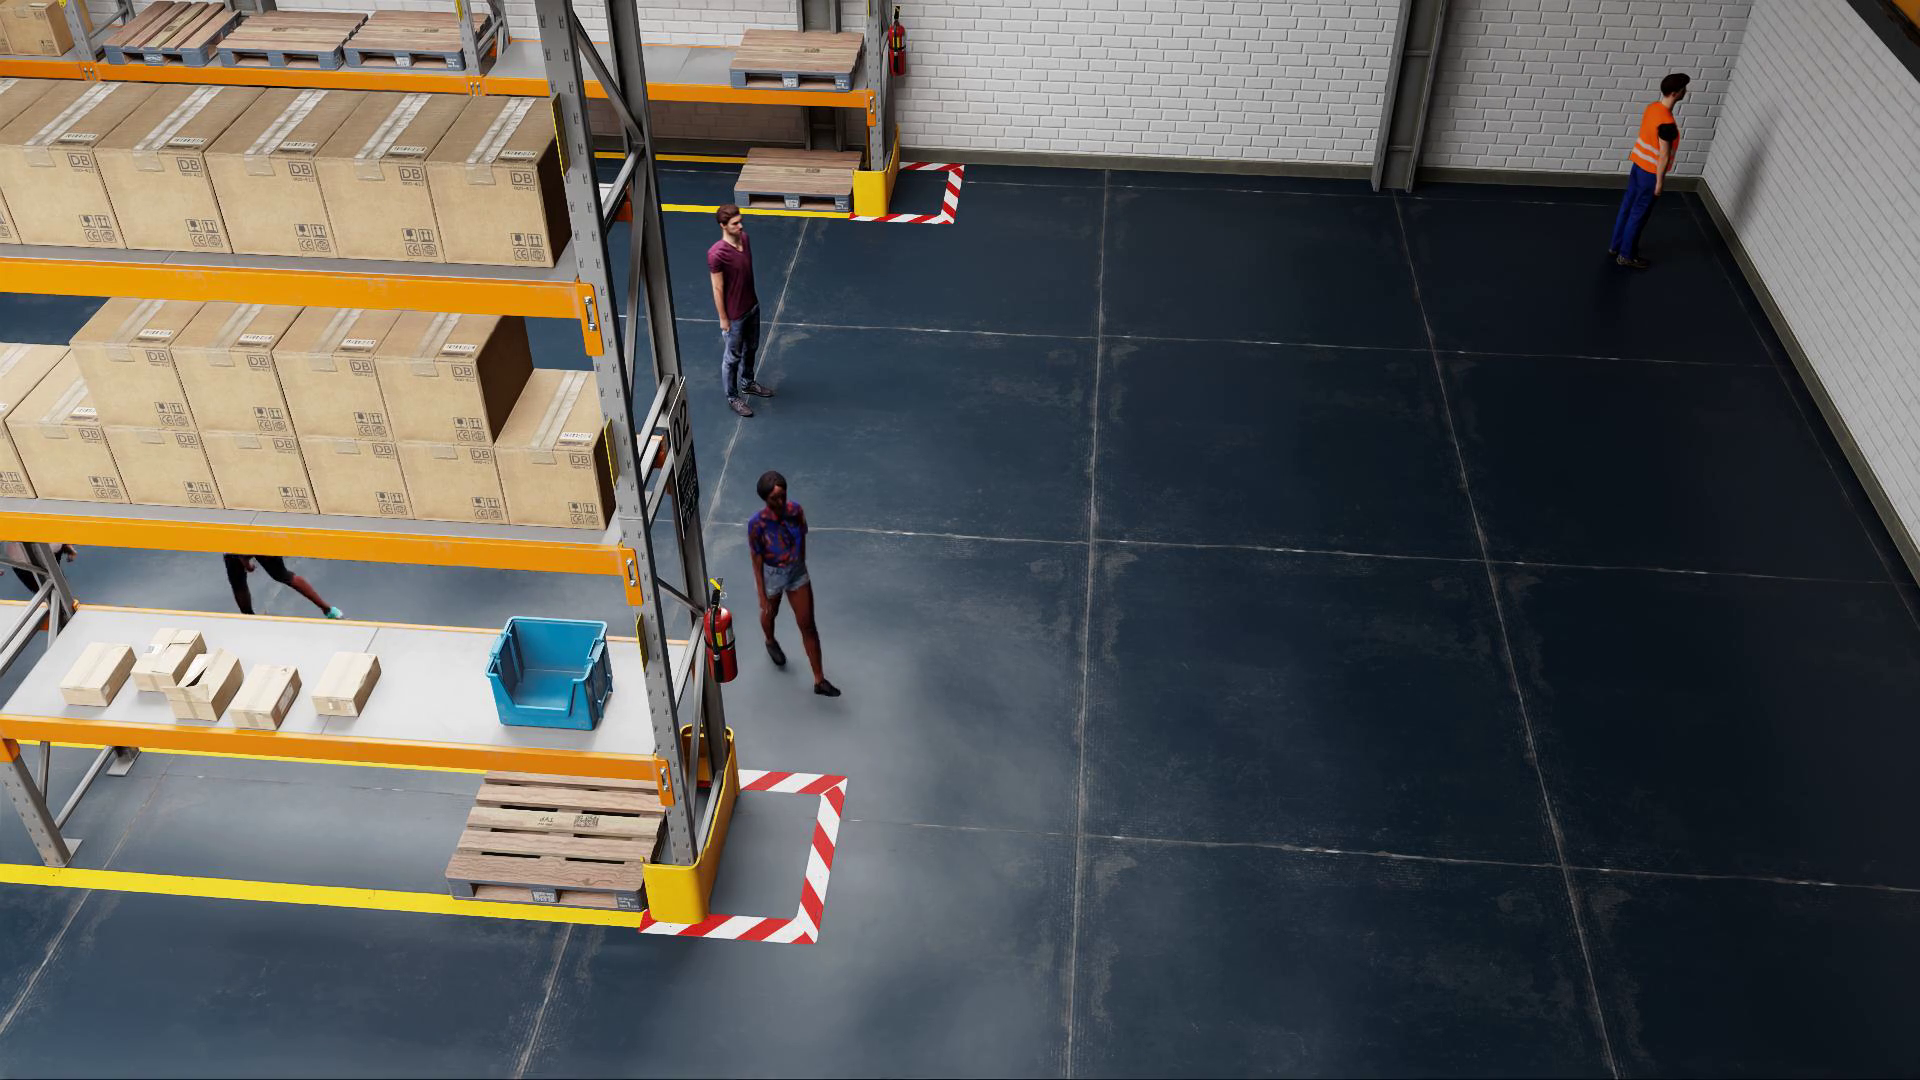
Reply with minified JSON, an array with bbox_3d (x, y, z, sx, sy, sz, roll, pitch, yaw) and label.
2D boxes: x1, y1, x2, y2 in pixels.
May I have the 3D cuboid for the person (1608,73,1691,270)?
[{"bbox_3d":[6.499,-3.496,15.693,0.657,1.889,0.703,-1,39,-1],"label":"person"}]

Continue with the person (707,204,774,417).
[{"bbox_3d":[-1.846,-1.940,13.771,0.695,1.855,0.732,17,42,21],"label":"person"}]

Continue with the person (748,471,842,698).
[{"bbox_3d":[-1.246,0.225,11.183,1.106,1.702,1.092,-22,44,-25],"label":"person"}]

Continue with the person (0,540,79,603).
[{"bbox_3d":[-6.207,0.138,11.274,0.930,1.724,0.810,20,43,23],"label":"person"}]
